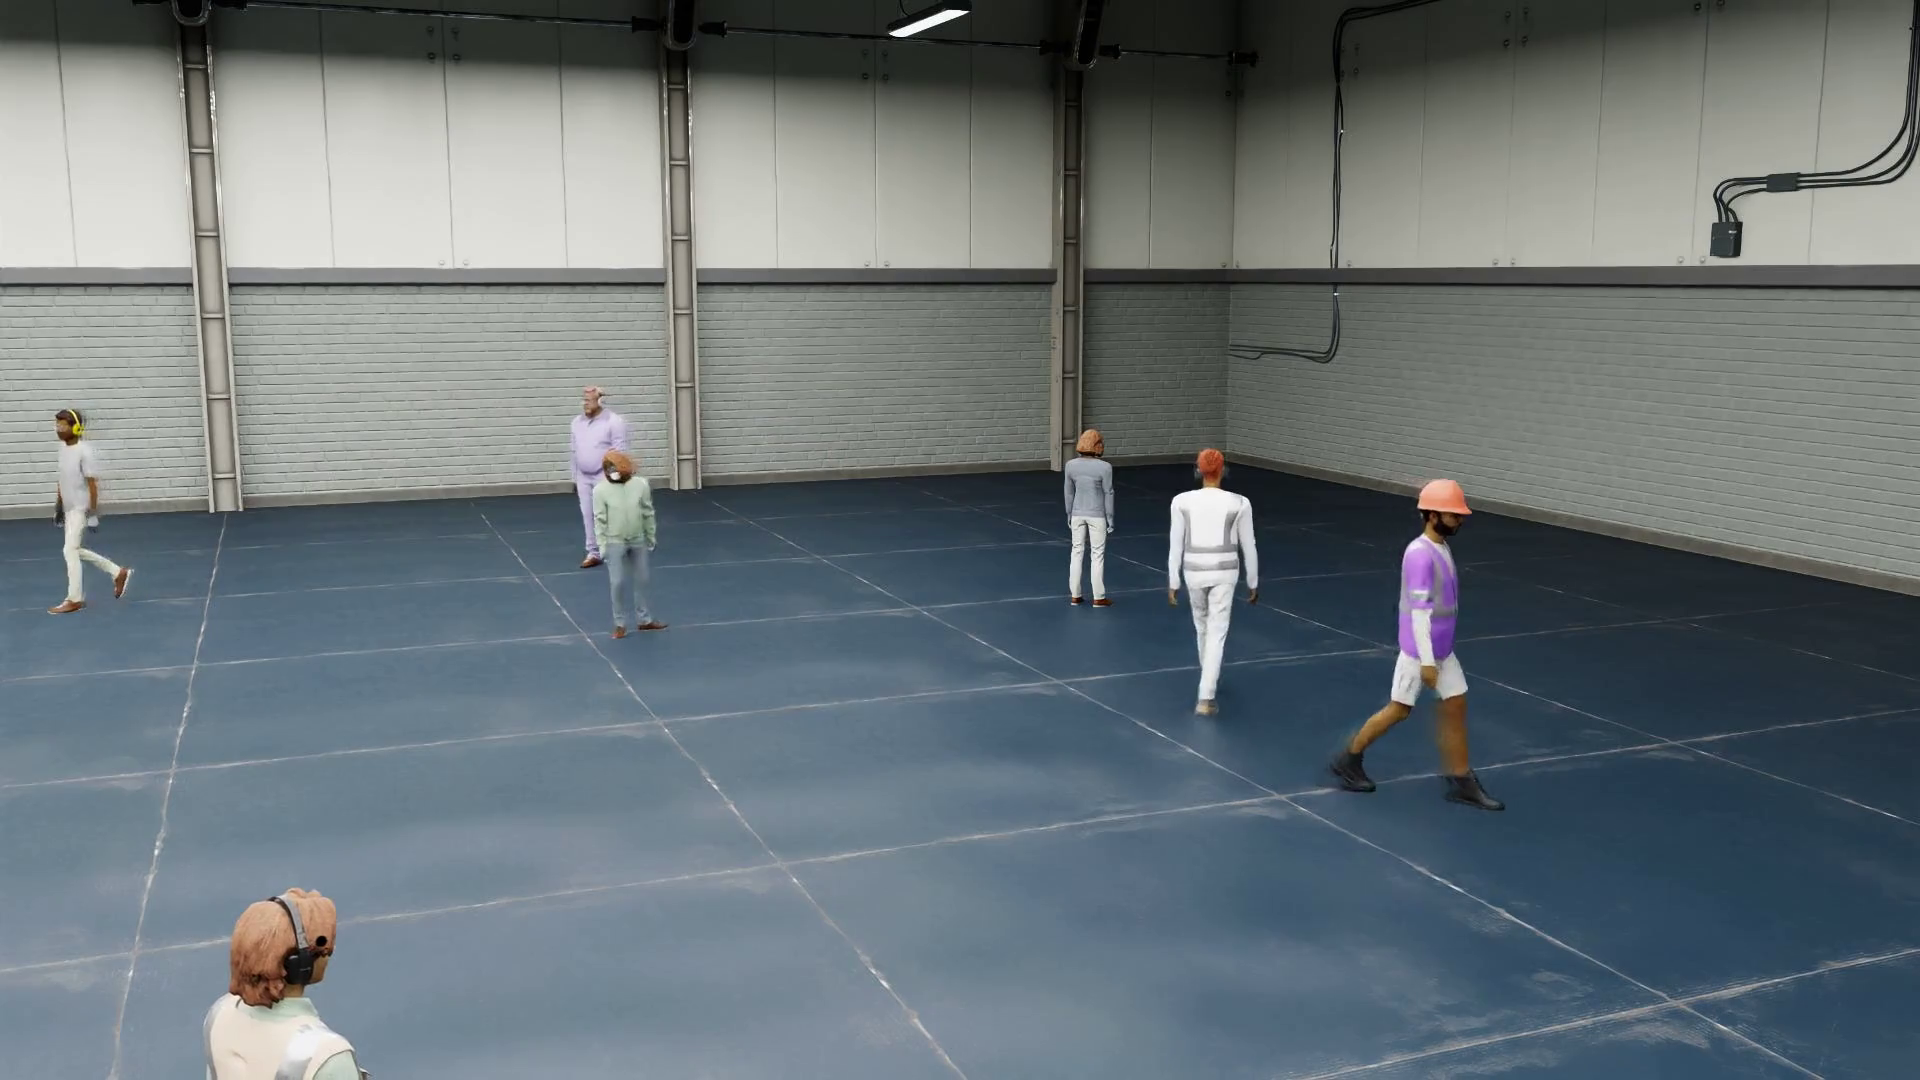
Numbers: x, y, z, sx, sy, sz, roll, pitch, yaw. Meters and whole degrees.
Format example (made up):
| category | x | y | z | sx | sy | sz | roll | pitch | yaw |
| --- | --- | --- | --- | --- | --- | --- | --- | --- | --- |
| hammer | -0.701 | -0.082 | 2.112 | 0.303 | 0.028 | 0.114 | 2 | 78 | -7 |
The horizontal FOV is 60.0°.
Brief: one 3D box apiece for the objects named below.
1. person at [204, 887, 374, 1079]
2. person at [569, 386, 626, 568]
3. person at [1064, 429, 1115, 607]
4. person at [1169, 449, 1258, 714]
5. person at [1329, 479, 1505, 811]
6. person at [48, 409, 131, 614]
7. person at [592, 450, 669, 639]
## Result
| category | x | y | z | sx | sy | sz | roll | pitch | yaw |
| --- | --- | --- | --- | --- | --- | --- | --- | --- | --- |
| person | -1.535 | 1.611 | 3.860 | 0.525 | 1.638 | 0.307 | 6 | 11 | 33 |
| person | -3.773 | -0.658 | 17.292 | 0.665 | 1.895 | 0.462 | 3 | 10 | 21 |
| person | 1.191 | -0.199 | 15.239 | 0.500 | 1.633 | 0.280 | 6 | 11 | 31 |
| person | 1.782 | 0.271 | 11.718 | 0.606 | 1.824 | 1.044 | 3 | 9 | 17 |
| person | 2.632 | 0.582 | 9.553 | 0.985 | 1.903 | 0.559 | 6 | 11 | 33 |
| person | -7.978 | -0.282 | 15.108 | 0.530 | 1.847 | 0.730 | 8 | 12 | 40 |
| person | -2.749 | 0.032 | 13.907 | 0.643 | 1.596 | 0.398 | -5 | 10 | -30 |
